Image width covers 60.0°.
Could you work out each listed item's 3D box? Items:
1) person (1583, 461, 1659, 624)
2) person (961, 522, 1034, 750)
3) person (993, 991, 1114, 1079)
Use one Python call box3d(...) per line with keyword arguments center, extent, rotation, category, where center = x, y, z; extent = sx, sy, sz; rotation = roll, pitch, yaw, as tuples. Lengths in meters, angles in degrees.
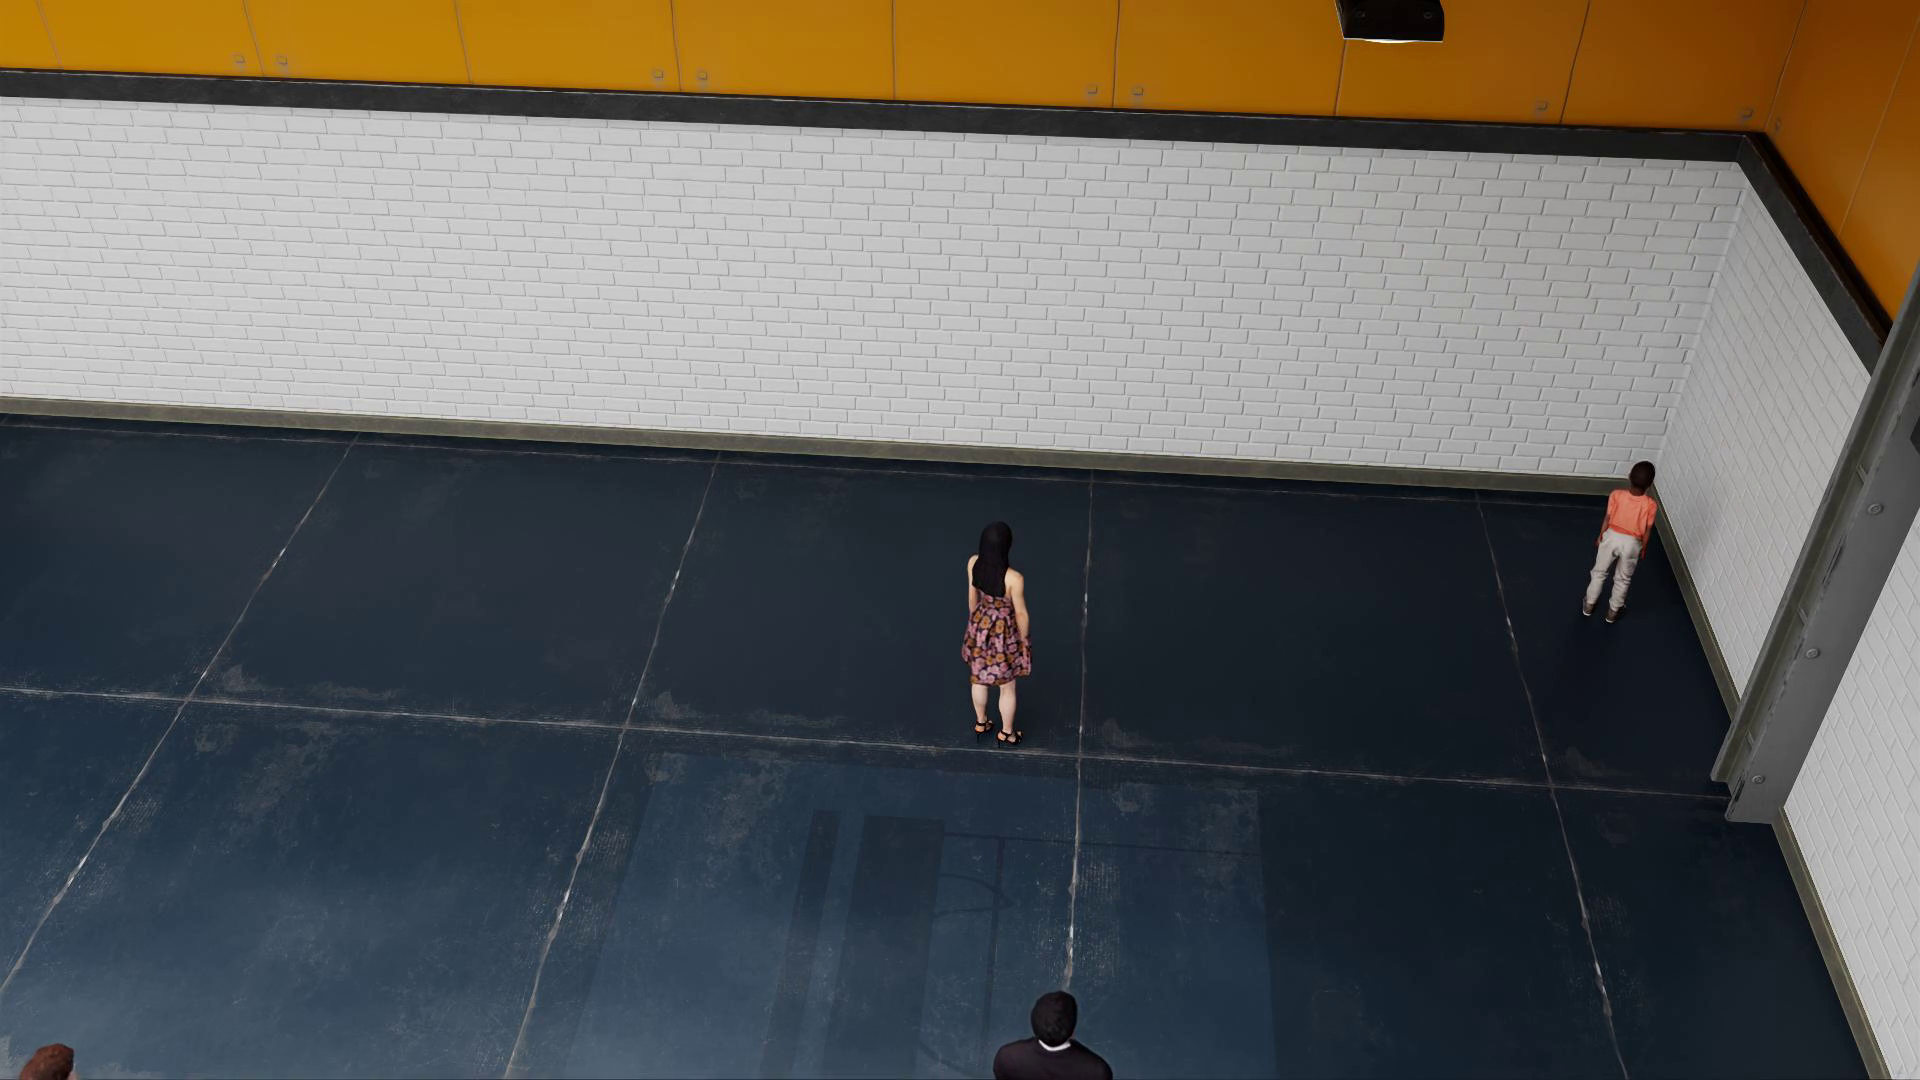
box3d(center=(4.572, 0.008, 11.477), extent=(0.553, 1.311, 0.581), rotation=(21, 43, 24), category="person")
box3d(center=(0.236, 0.599, 10.367), extent=(0.788, 1.774, 0.823), rotation=(22, 44, 25), category="person")
box3d(center=(0.410, 2.707, 7.639), extent=(0.705, 1.884, 0.558), rotation=(6, 39, 7), category="person")
